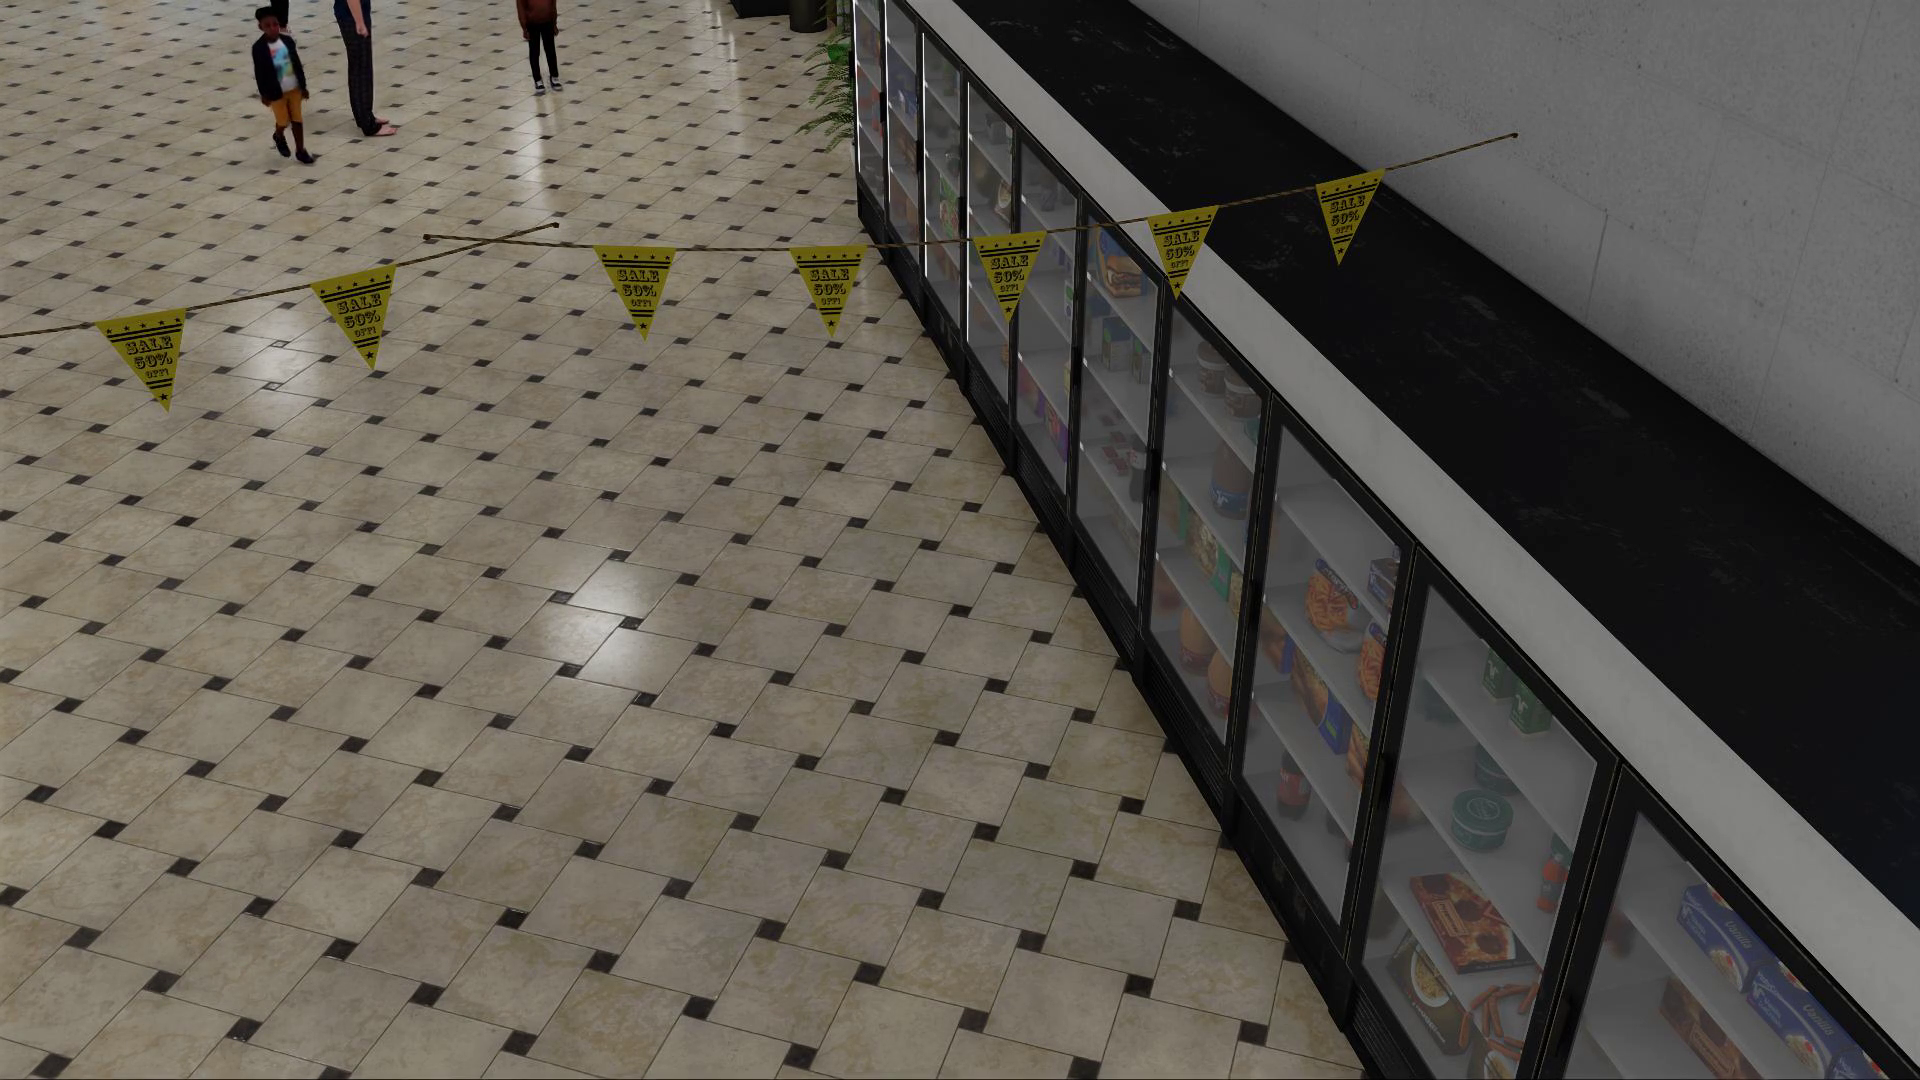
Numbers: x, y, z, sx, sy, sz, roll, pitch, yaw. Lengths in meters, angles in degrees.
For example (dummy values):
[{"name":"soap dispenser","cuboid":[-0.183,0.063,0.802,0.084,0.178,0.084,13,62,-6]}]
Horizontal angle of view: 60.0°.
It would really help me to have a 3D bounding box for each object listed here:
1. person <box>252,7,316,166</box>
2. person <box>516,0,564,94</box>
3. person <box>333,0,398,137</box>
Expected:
[{"name":"person","cuboid":[-5.447,-3.639,13.304,0.740,1.262,0.698,26,40,35]},{"name":"person","cuboid":[-3.792,-4.684,14.991,0.490,1.253,0.621,-18,36,-27]},{"name":"person","cuboid":[-5.054,-4.333,13.843,0.596,1.870,0.693,-13,34,-20]}]
